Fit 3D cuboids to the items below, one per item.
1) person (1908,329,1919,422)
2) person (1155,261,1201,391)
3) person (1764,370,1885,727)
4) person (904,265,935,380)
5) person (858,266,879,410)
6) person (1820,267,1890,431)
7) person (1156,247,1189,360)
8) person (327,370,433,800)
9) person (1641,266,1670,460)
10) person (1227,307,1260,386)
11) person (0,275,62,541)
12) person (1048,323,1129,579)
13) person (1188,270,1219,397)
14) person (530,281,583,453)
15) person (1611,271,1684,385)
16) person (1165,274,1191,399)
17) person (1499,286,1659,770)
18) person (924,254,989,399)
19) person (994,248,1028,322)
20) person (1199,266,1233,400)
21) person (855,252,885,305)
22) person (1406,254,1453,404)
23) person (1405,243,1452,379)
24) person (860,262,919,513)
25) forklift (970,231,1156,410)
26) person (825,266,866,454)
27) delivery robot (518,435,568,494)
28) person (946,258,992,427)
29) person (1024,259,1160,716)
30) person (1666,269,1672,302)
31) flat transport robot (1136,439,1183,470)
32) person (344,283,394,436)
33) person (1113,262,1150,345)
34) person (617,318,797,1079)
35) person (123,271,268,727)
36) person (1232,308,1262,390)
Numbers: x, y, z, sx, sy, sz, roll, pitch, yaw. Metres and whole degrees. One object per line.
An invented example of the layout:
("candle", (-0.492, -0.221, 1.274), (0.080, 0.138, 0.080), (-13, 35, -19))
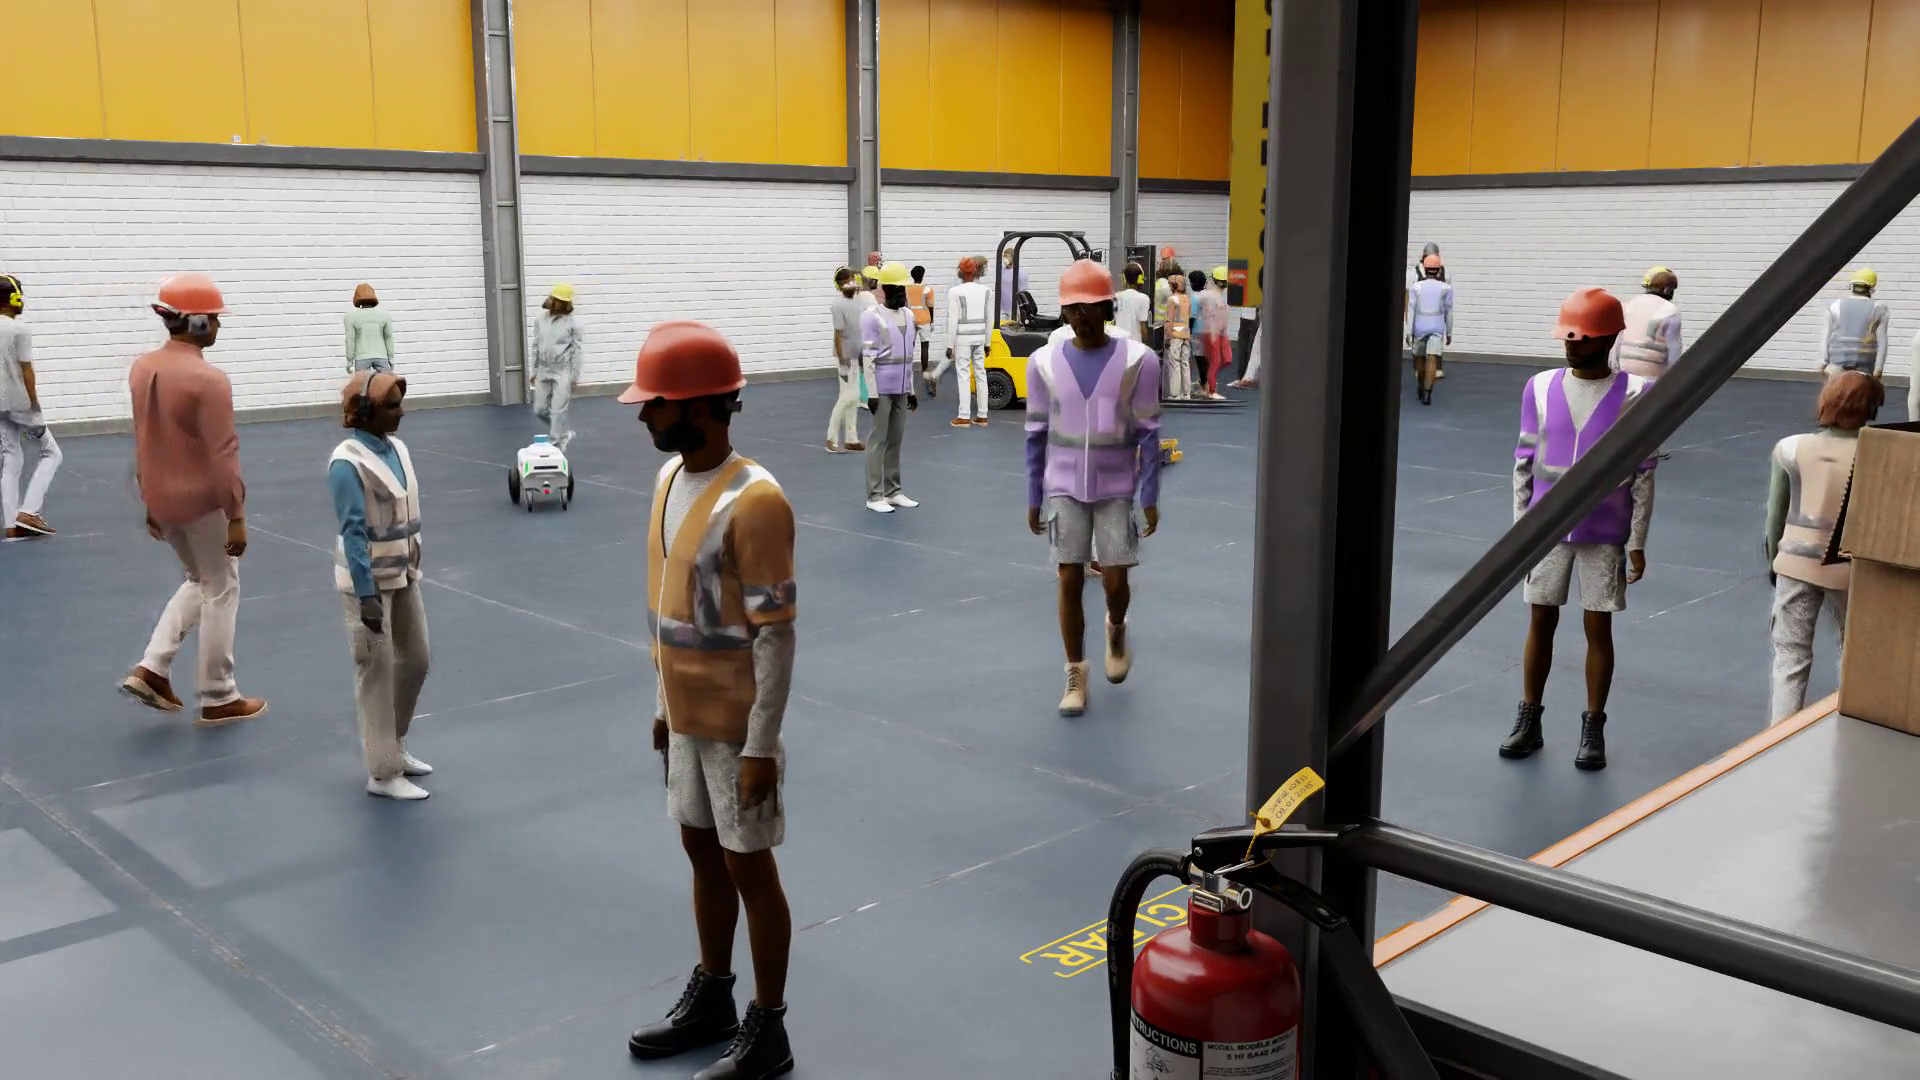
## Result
("person", (5.977, -0.638, 9.898), (0.627, 1.941, 0.370), (10, 14, 43))
("person", (2.765, -2.774, 21.969), (0.976, 1.786, 0.636), (-1, 10, -7))
("person", (3.432, 0.145, 6.536), (0.520, 1.609, 0.753), (9, 14, 41))
("person", (-0.624, -3.218, 24.658), (0.530, 1.689, 0.321), (4, 11, 21))
("person", (-1.114, -2.476, 20.420), (0.326, 1.760, 0.524), (-4, 11, -23))
("person", (8.866, -1.790, 16.505), (0.607, 1.818, 0.611), (8, 13, 37))
("person", (3.487, -3.899, 27.680), (1.018, 1.947, 0.633), (-9, 14, -42))
("person", (-2.191, 0.172, 6.316), (0.327, 1.638, 0.527), (2, 11, 8))
("person", (6.639, -1.694, 15.938), (0.403, 1.837, 0.587), (1, 10, 4))
("person", (4.172, -3.105, 23.503), (0.699, 1.897, 0.598), (-4, 11, -22))
("person", (-6.588, -0.915, 11.646), (0.573, 1.851, 0.455), (4, 11, 21))
("person", (0.803, -0.673, 10.248), (0.576, 1.882, 0.354), (-5, 12, -27))
("person", (3.167, -2.708, 21.890), (0.369, 1.673, 0.558), (8, 13, 38))
("person", (-3.705, -1.542, 15.409), (0.524, 1.714, 0.505), (3, 11, 16))
("person", (6.320, -1.534, 15.143), (0.755, 1.807, 0.651), (-4, 11, -23))
("person", (2.794, -2.583, 21.347), (0.311, 1.632, 0.515), (8, 13, 38))
("person", (2.478, -0.042, 6.669), (0.543, 1.932, 0.376), (7, 12, 33))
("person", (0.013, -2.759, 21.608), (0.931, 1.900, 0.657), (-3, 11, -14))
("person", (0.771, -3.544, 25.749), (0.372, 1.940, 0.632), (-10, 14, -44))
("person", (3.339, -2.691, 21.647), (0.415, 1.741, 0.525), (8, 13, 39))
("person", (-1.164, -3.021, 22.983), (0.650, 1.906, 0.401), (5, 11, 24))
("person", (5.995, -2.691, 21.238), (0.563, 1.884, 1.022), (3, 11, 16))
("person", (6.949, -3.390, 24.630), (0.705, 2.000, 0.861), (1, 10, 5))
("person", (-0.529, -1.185, 12.916), (0.382, 1.928, 0.587), (8, 13, 36))
("forklift", (1.222, -2.721, 20.561), (2.313, 2.155, 1.214), (2, 11, 13))
("person", (-1.123, -1.753, 16.332), (0.388, 1.821, 0.631), (3, 11, 18))
("delivery robot", (-3.305, -0.590, 13.160), (0.477, 0.478, 0.707), (-4, 11, -18))
("person", (0.103, -2.195, 18.546), (0.583, 1.881, 0.337), (-7, 12, -33))
("person", (0.595, -0.238, 7.475), (0.622, 2.028, 0.573), (3, 11, 13))
("person", (10.304, -3.152, 24.441), (0.278, 1.634, 0.498), (3, 11, 17))
("flat transport robot", (1.486, -0.785, 15.252), (0.652, 0.197, 1.431), (6, 12, 28))
("person", (-6.196, -1.874, 17.476), (0.498, 1.632, 0.284), (-7, 12, -32))
("person", (1.768, -1.936, 17.222), (0.505, 1.854, 0.406), (9, 14, 39))
("person", (-0.621, 0.424, 4.124), (0.375, 1.934, 0.547), (-8, 13, -36))
("person", (-3.301, -0.156, 7.157), (0.644, 1.977, 0.473), (6, 12, 31))
("person", (4.300, -3.002, 22.913), (0.992, 1.902, 0.615), (-2, 11, -13))
